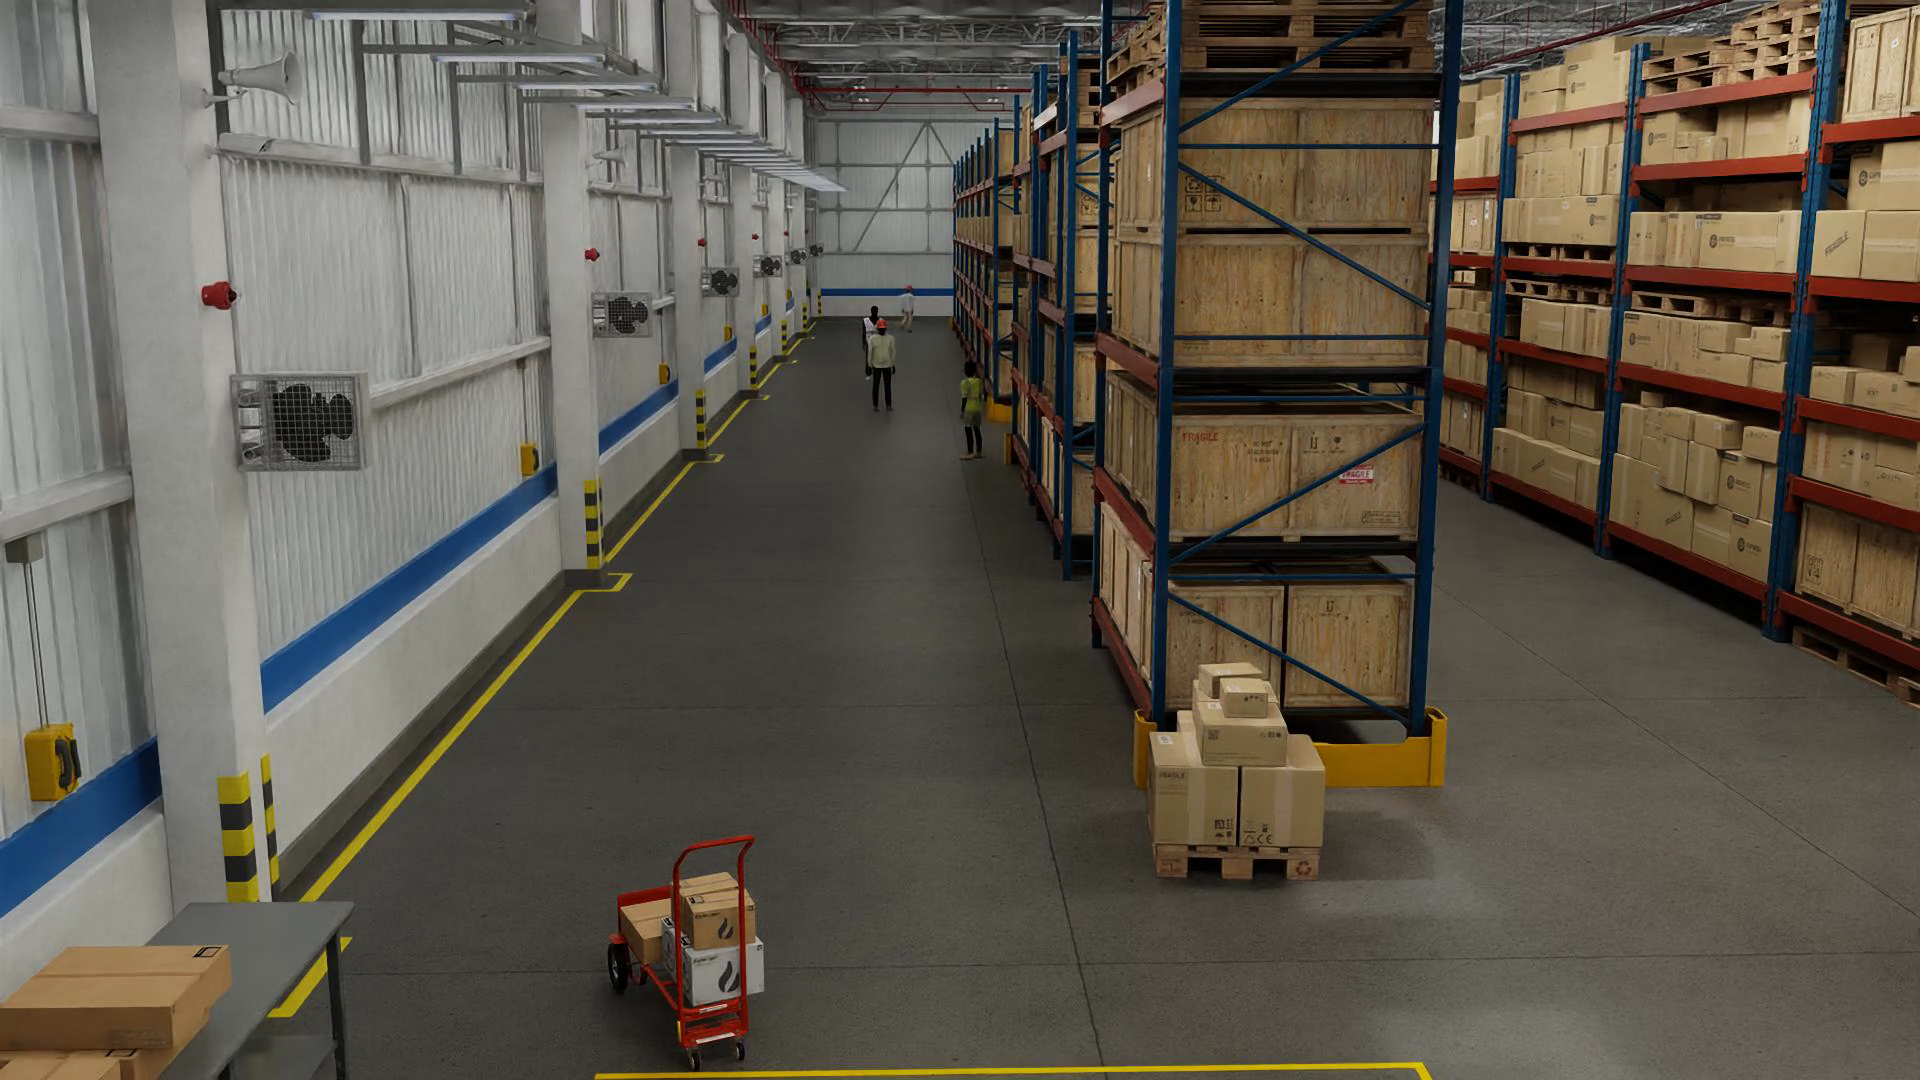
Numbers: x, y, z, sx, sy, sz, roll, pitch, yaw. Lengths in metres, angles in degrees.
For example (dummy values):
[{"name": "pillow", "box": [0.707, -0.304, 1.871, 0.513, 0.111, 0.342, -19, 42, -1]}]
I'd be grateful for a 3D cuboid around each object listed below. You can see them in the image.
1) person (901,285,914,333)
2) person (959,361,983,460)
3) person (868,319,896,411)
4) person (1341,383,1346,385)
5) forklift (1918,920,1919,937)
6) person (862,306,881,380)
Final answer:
[{"name": "person", "box": [-1.908, -8.428, 60.654, 0.574, 1.743, 0.466, 8, 13, 35]}, {"name": "person", "box": [0.185, -2.212, 28.446, 0.318, 1.695, 0.540, 8, 14, 37]}, {"name": "person", "box": [-1.671, -3.754, 35.720, 0.618, 1.986, 0.407, -3, 11, -16]}, {"name": "person", "box": [7.454, -3.096, 32.570, 0.812, 1.870, 0.673, -4, 12, -20]}, {"name": "forklift", "box": [5.946, 1.070, 8.282, 1.129, 2.768, 1.873, 0, 11, -2]}, {"name": "person", "box": [-2.215, -5.060, 42.730, 0.598, 1.906, 0.413, -2, 11, -12]}]
